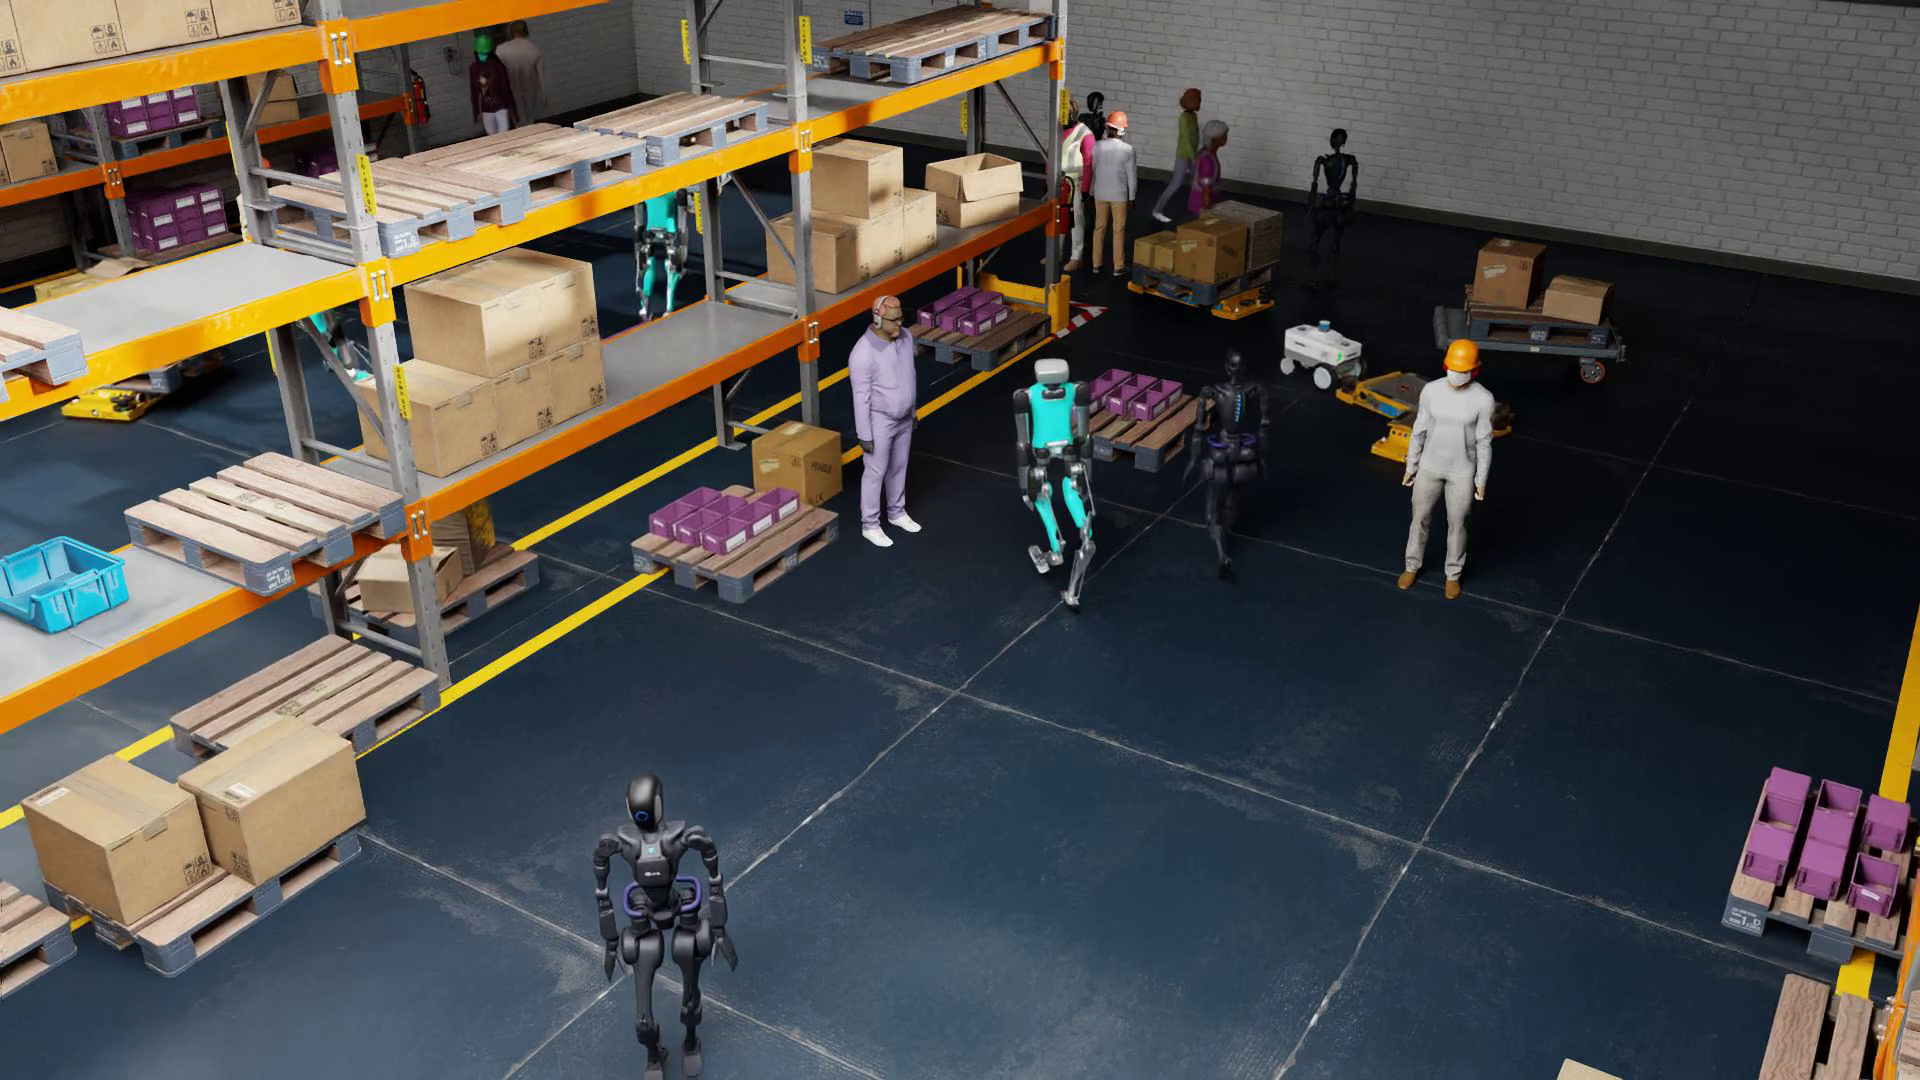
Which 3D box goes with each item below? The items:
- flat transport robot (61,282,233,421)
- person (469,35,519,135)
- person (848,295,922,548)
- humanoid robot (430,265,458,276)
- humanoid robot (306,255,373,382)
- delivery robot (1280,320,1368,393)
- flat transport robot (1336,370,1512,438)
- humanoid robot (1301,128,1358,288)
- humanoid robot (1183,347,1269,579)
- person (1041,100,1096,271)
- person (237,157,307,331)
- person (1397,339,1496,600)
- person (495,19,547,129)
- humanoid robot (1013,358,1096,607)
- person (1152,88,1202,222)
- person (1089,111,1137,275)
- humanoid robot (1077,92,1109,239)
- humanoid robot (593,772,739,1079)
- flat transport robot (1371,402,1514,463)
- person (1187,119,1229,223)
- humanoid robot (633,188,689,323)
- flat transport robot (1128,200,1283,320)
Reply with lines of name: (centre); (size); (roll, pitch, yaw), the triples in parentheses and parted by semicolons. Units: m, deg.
flat transport robot: (-7.375, -1.443, 15.042); (0.659, 0.231, 1.431); (5, 27, 9)
person: (-5.952, -5.464, 21.181); (0.597, 1.891, 0.958); (3, 27, 5)
person: (-0.515, -0.875, 12.130); (0.404, 1.900, 0.634); (18, 32, 31)
humanoid robot: (-5.127, -2.960, 16.497); (0.621, 1.632, 0.487); (-10, 29, -19)
humanoid robot: (-4.946, -1.478, 13.589); (0.750, 1.869, 0.564); (-22, 34, -37)
delivery robot: (3.325, -1.728, 15.253); (0.499, 0.564, 0.744); (-19, 33, -33)
flat transport robot: (4.028, -1.163, 14.489); (0.659, 0.231, 1.431); (-17, 31, -30)
humanoid robot: (3.915, -3.479, 17.497); (0.607, 1.635, 0.423); (-10, 29, -19)
humanoid robot: (1.922, -0.559, 11.773); (0.612, 1.644, 0.674); (-5, 27, -9)
person: (1.155, -3.857, 18.063); (0.429, 1.839, 0.632); (-24, 36, -39)
person: (-6.665, -2.861, 16.192); (0.560, 1.752, 0.327); (-17, 31, -30)
person: (3.333, -0.487, 11.379); (0.560, 1.888, 0.398); (13, 30, 24)
person: (-5.808, -5.927, 22.100); (0.704, 1.892, 0.965); (-10, 29, -20)
humanoid robot: (0.671, -0.320, 11.232); (0.559, 1.743, 1.039); (-5, 27, -10)
person: (2.690, -4.526, 19.648); (0.819, 1.586, 0.492); (14, 30, 25)
person: (1.650, -3.741, 17.929); (0.569, 1.747, 0.339); (14, 30, 26)
humanoid robot: (1.478, -4.317, 19.149); (0.595, 1.646, 0.529); (24, 36, 39)
humanoid robot: (-1.275, 1.706, 7.285); (0.589, 1.647, 0.376); (-4, 27, -7)
flat transport robot: (4.100, -0.946, 14.062); (0.659, 0.231, 1.431); (20, 33, 34)
person: (2.543, -3.493, 17.402); (0.876, 1.805, 0.562); (5, 27, 10)
humanoid robot: (-2.840, -2.500, 15.626); (0.551, 1.899, 0.769); (2, 27, 4)
flat transport robot: (2.504, -2.601, 17.323); (0.659, 0.231, 1.431); (-24, 35, -38)
